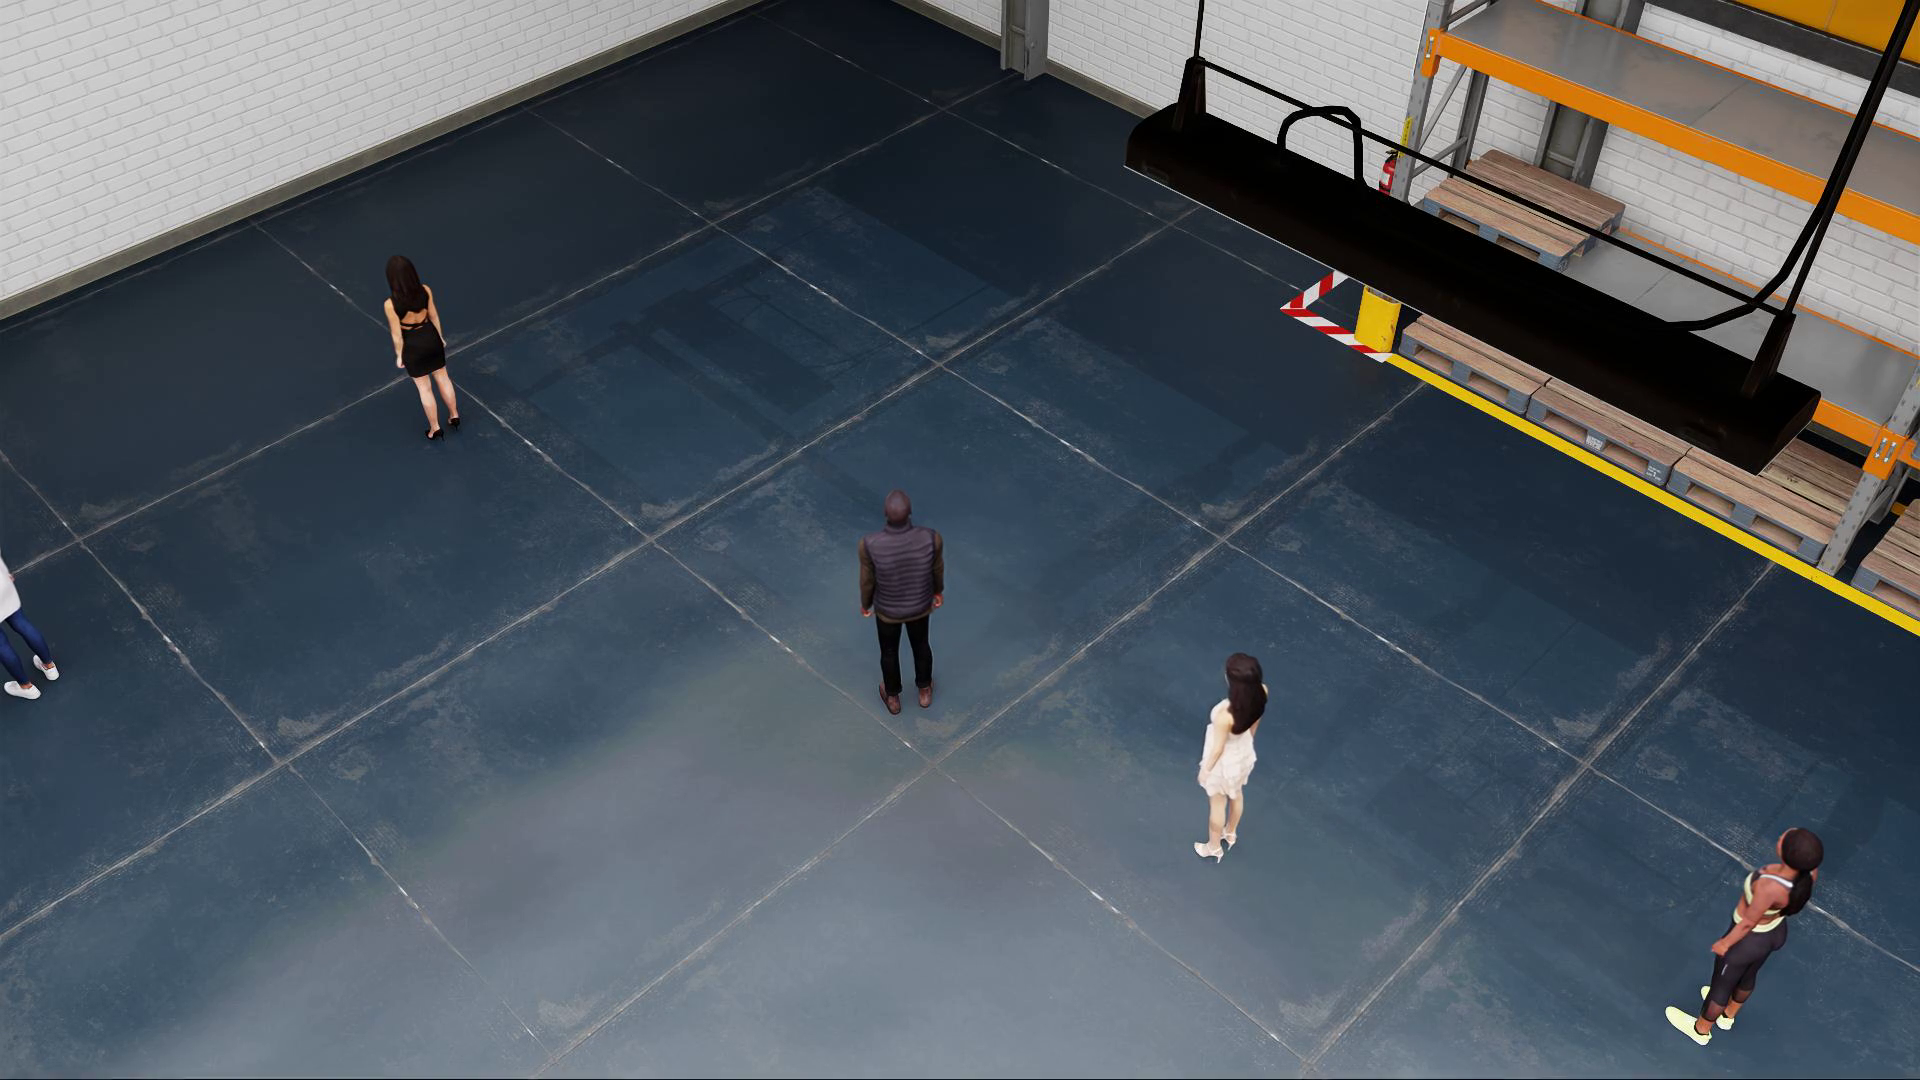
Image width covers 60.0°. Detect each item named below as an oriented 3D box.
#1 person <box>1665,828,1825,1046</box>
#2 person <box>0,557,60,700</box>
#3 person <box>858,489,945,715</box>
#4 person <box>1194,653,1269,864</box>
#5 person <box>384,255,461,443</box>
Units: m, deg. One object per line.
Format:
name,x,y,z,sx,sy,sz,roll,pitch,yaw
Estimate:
person,4.223,2.112,8.838,0.616,1.755,0.605,-20,47,-20
person,-6.285,0.335,10.689,0.624,1.775,0.662,21,48,21
person,-0.371,0.396,10.581,0.776,1.835,0.774,-9,44,-9
person,1.579,1.286,9.717,0.574,1.739,0.527,-32,52,-29
person,-4.090,-1.451,12.654,0.555,1.650,0.469,-34,53,-30
